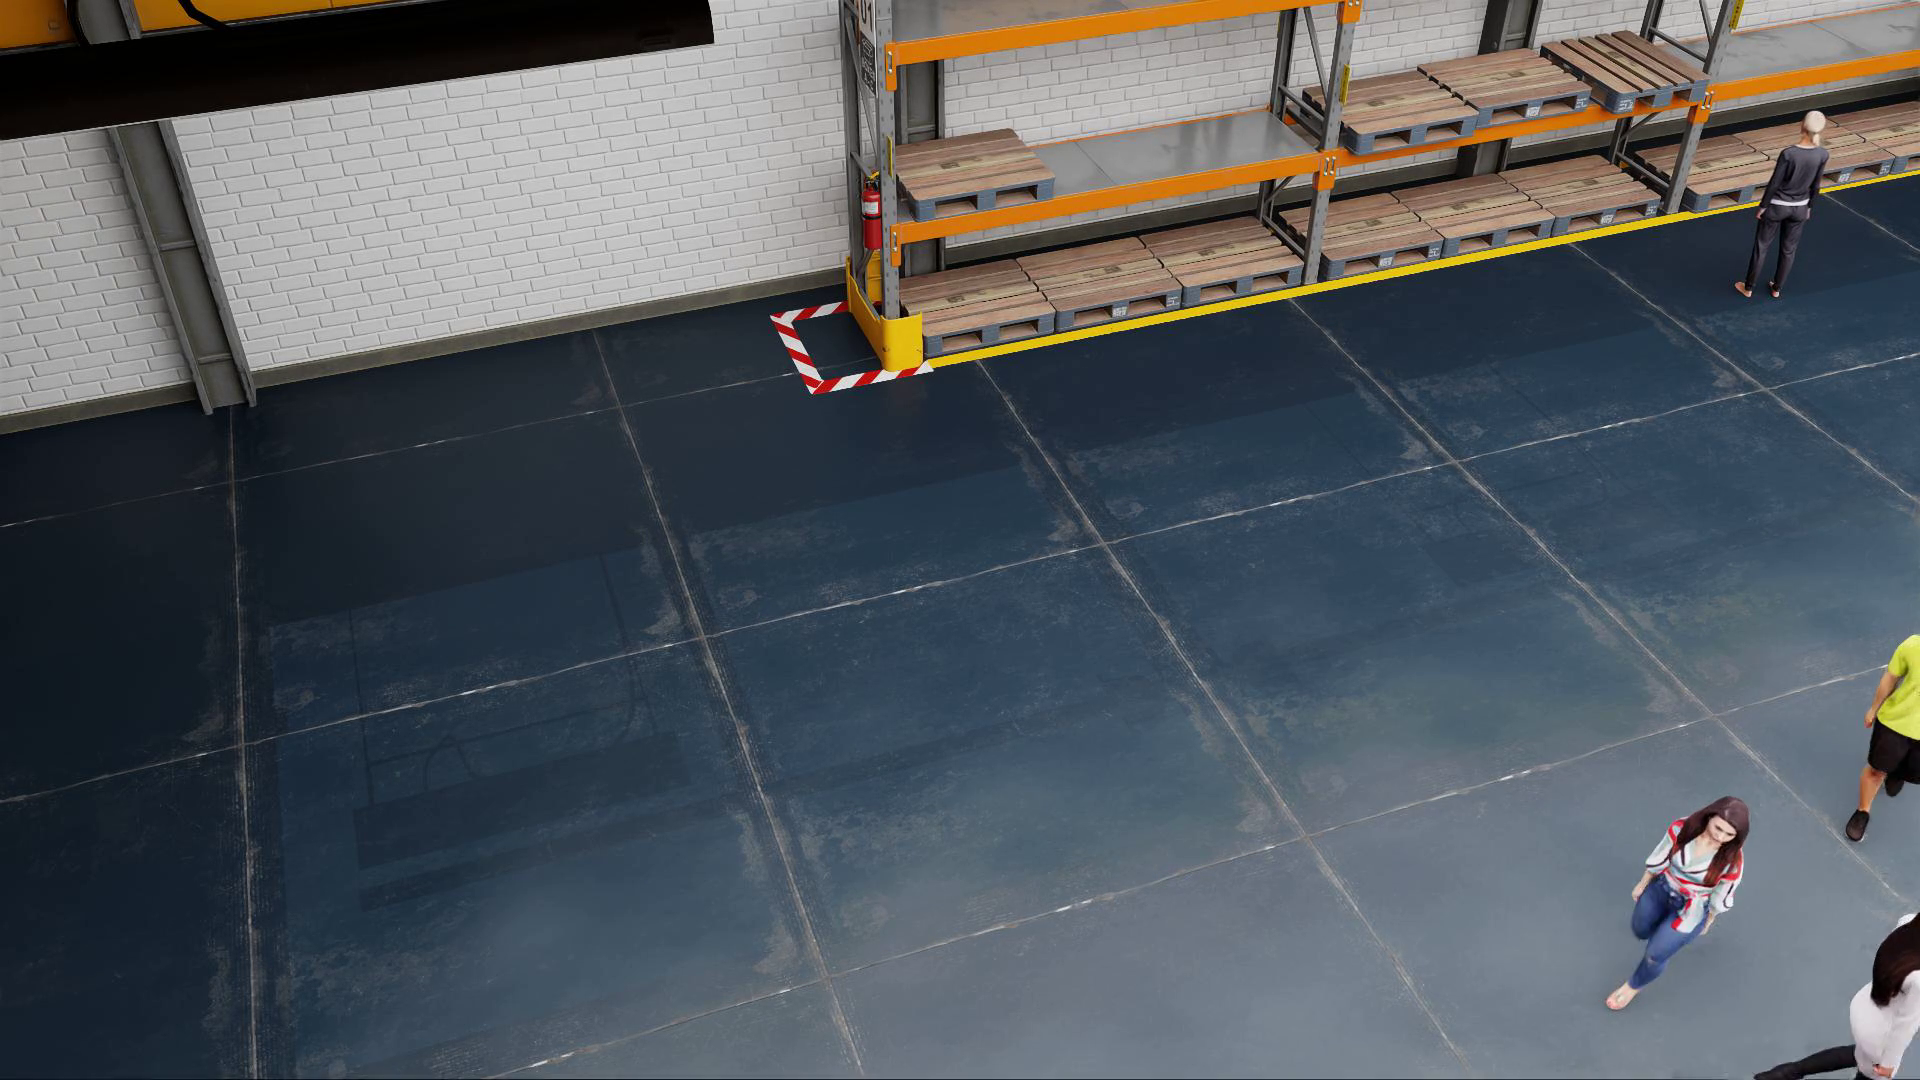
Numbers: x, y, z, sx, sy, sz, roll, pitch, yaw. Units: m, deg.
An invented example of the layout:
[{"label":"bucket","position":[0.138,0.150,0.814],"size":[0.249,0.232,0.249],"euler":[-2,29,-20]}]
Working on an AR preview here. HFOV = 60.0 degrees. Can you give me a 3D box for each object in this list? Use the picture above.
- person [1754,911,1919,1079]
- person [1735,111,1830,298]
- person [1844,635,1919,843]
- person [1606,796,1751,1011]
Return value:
[{"label":"person","position":[4.287,2.288,7.942],"size":[0.965,1.791,0.868],"euler":[11,40,13]},{"label":"person","position":[7.221,-2.927,14.524],"size":[0.596,1.727,0.746],"euler":[2,39,3]},{"label":"person","position":[5.533,1.006,9.628],"size":[0.928,1.690,1.009],"euler":[20,43,23]},{"label":"person","position":[3.794,1.847,8.654],"size":[0.908,1.592,0.722],"euler":[-21,43,-24]}]
